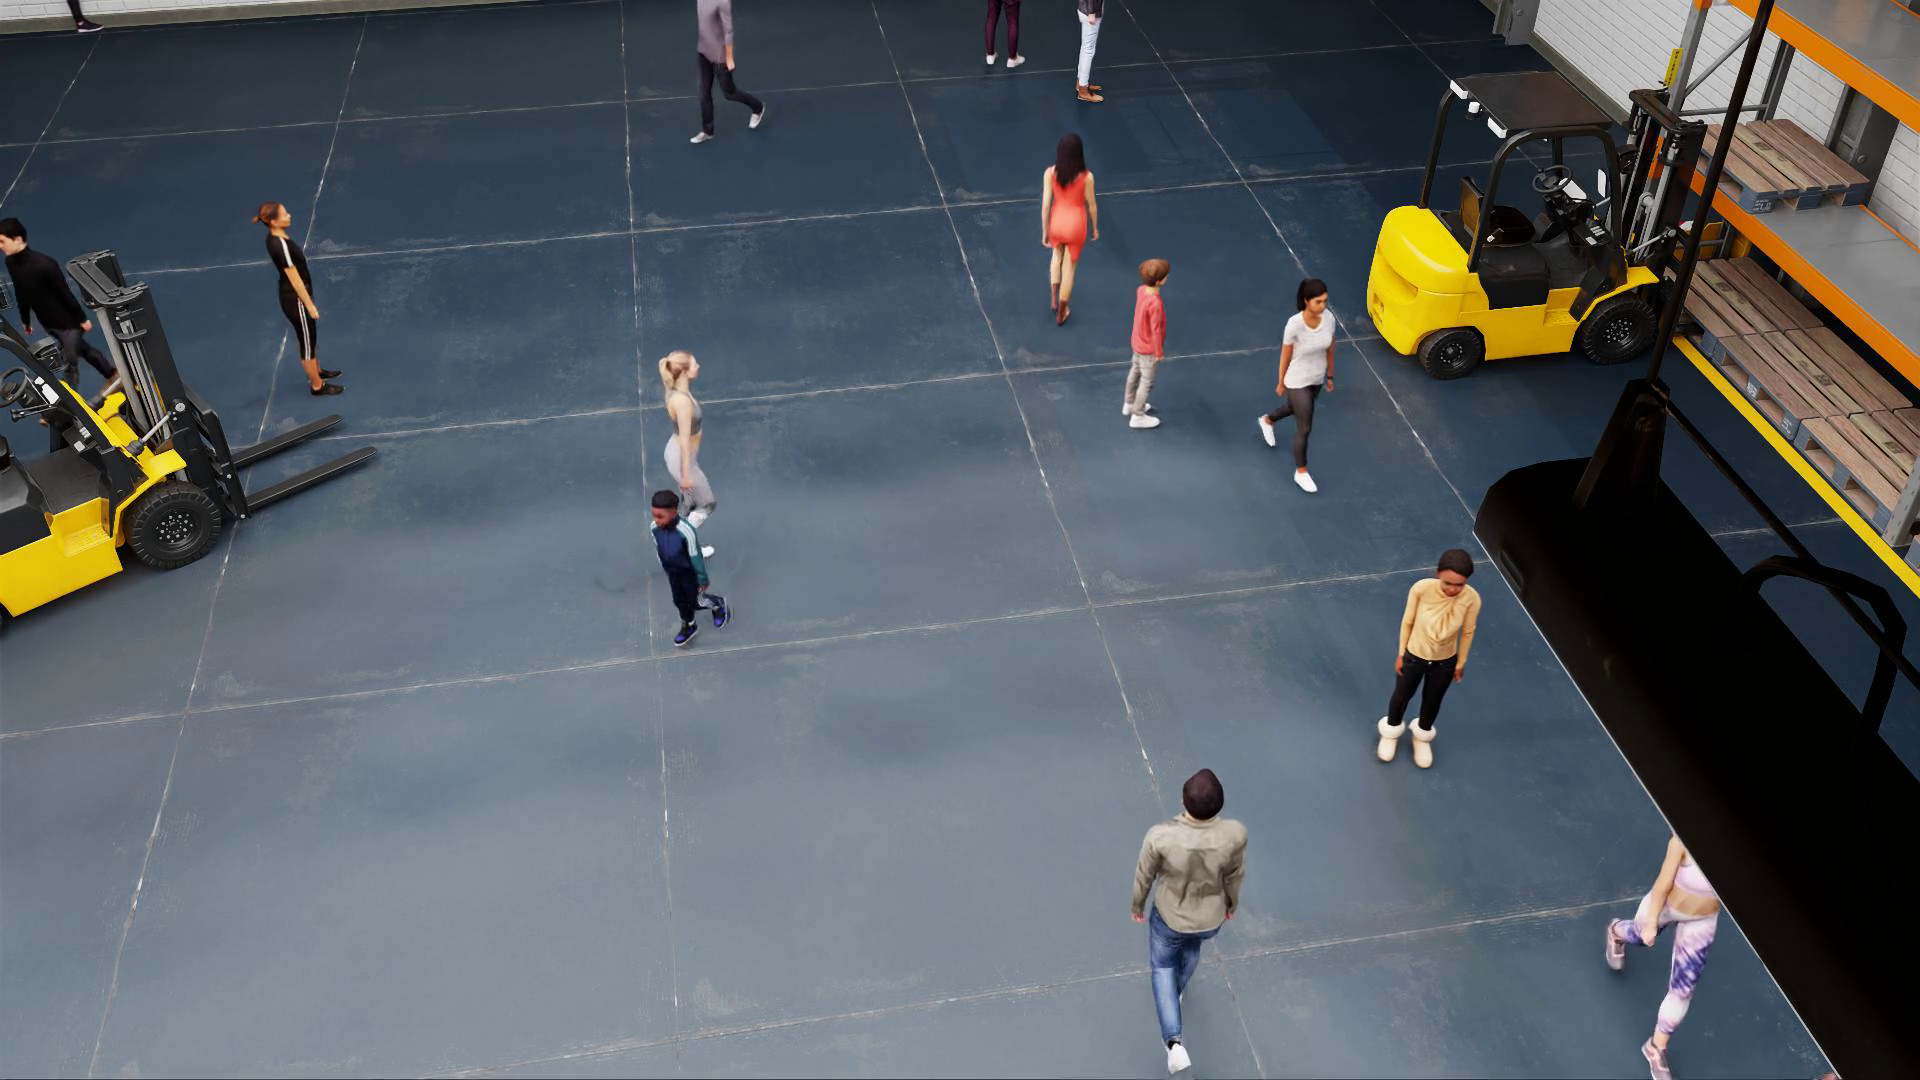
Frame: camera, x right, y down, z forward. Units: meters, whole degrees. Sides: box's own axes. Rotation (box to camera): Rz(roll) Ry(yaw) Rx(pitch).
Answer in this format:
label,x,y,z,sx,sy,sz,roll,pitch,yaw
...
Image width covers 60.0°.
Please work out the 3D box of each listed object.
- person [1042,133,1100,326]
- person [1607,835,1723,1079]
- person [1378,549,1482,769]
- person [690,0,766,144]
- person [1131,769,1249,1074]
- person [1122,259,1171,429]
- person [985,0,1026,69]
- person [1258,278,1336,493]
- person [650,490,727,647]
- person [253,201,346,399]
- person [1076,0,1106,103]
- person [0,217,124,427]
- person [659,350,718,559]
label,x,y,z,sx,sy,sz,roll,pitch,yaw
person,0.881,-2.542,13.845,0.712,1.704,0.749,12,40,15
person,3.579,1.826,8.358,0.823,1.727,1.250,4,39,6
person,2.779,0.678,9.855,0.655,1.654,0.679,9,39,11
person,-2.385,-4.928,16.736,1.105,1.825,1.152,-30,47,-32
person,1.127,1.883,8.192,0.754,1.845,1.074,-3,39,-4
person,1.419,-1.518,12.794,0.592,1.416,0.441,-10,40,-12
person,0.471,-6.094,18.232,0.714,1.781,0.733,16,41,19
person,2.488,-1.220,12.267,0.799,1.609,1.147,-18,42,-22
person,-1.769,0.146,10.853,0.709,1.238,0.780,18,42,21
person,-5.221,-1.888,13.056,0.705,1.668,0.578,-17,42,-20
person,1.376,-5.571,17.533,0.761,1.836,0.551,1,39,1
person,-6.922,-1.758,12.881,1.046,1.684,1.147,19,43,23
person,-1.953,-0.507,11.315,0.700,1.684,0.633,-11,40,-13
